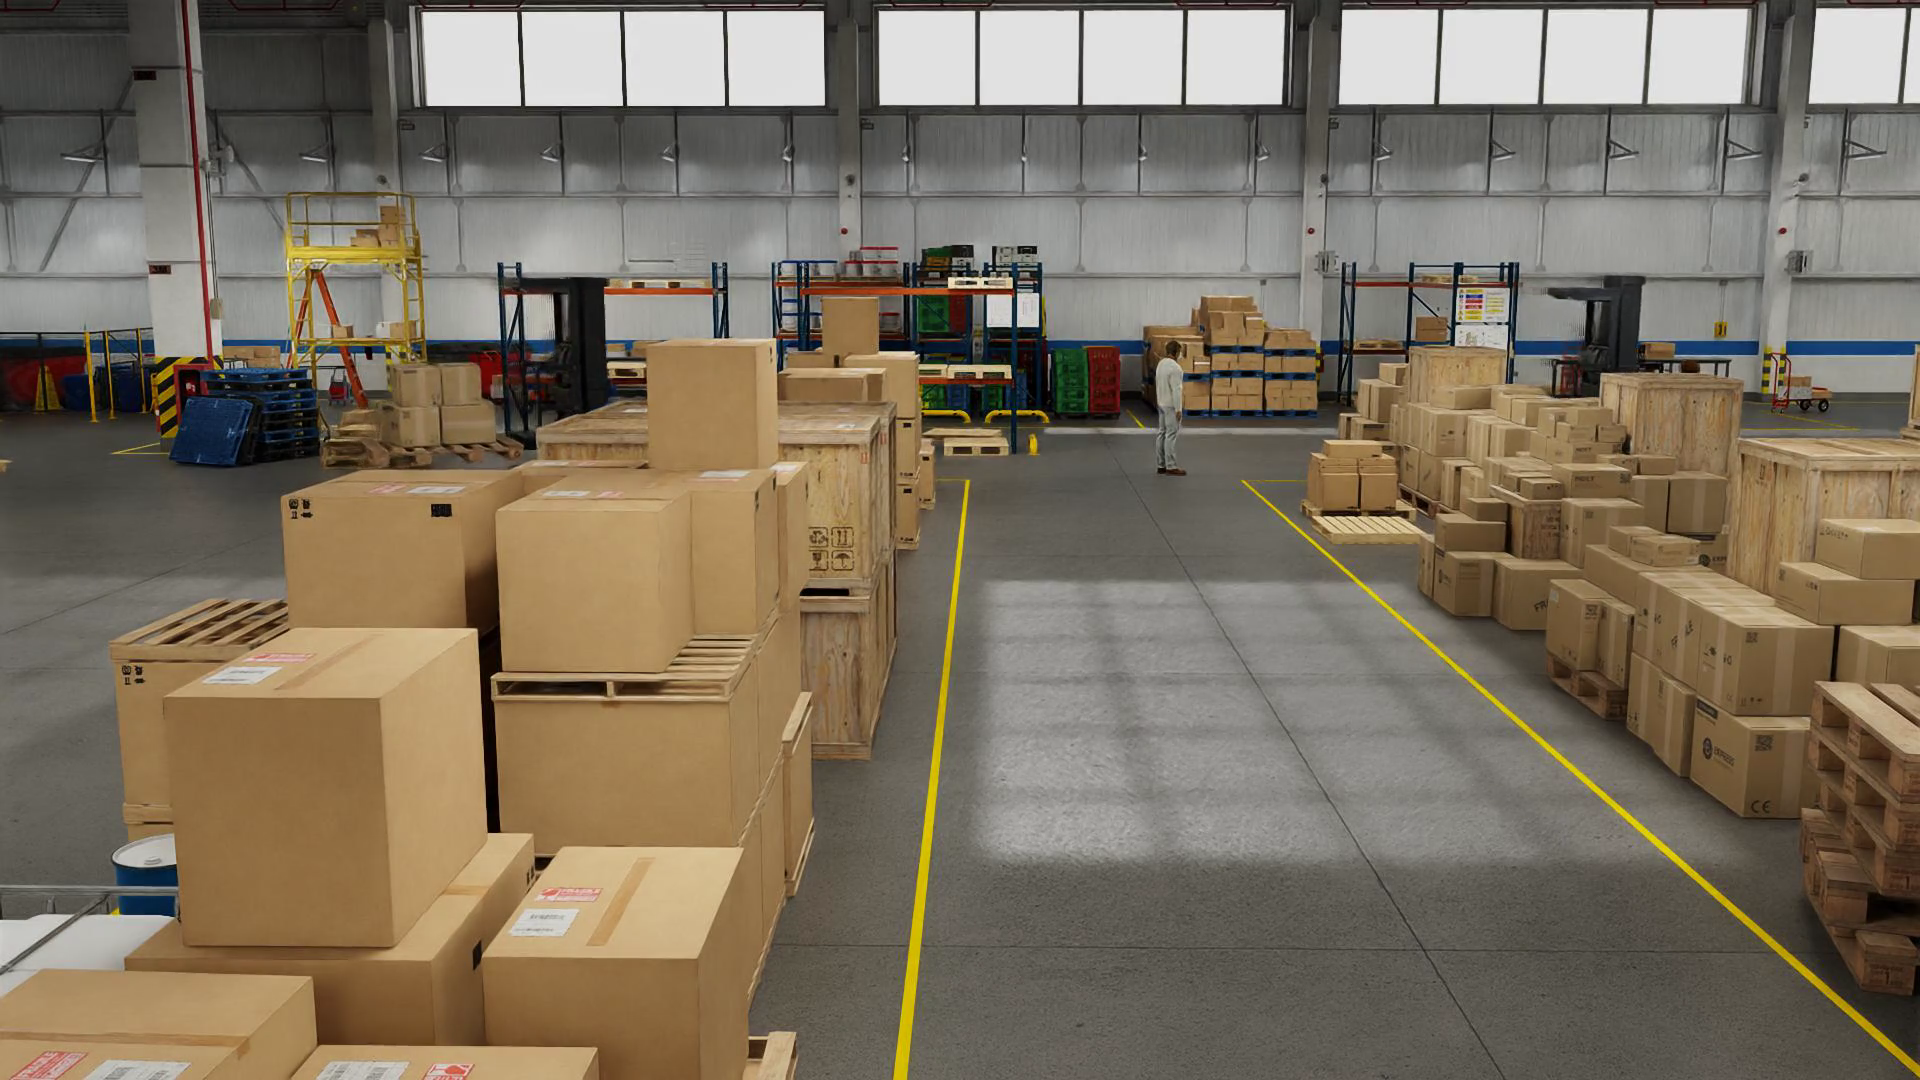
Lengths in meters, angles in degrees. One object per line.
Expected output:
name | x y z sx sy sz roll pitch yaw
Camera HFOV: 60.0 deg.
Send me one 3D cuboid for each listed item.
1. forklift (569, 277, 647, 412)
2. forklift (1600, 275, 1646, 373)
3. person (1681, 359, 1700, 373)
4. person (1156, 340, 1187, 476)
forklift | -5.184 -2.298 23.398 1.873 2.768 1.129 -4 10 -25
forklift | 10.481 -2.805 26.440 1.873 2.768 1.129 0 9 1
person | 9.017 -1.323 20.663 0.621 1.845 0.429 -3 10 -18
person | 3.006 -1.884 23.749 0.373 1.936 0.629 -3 10 -19
